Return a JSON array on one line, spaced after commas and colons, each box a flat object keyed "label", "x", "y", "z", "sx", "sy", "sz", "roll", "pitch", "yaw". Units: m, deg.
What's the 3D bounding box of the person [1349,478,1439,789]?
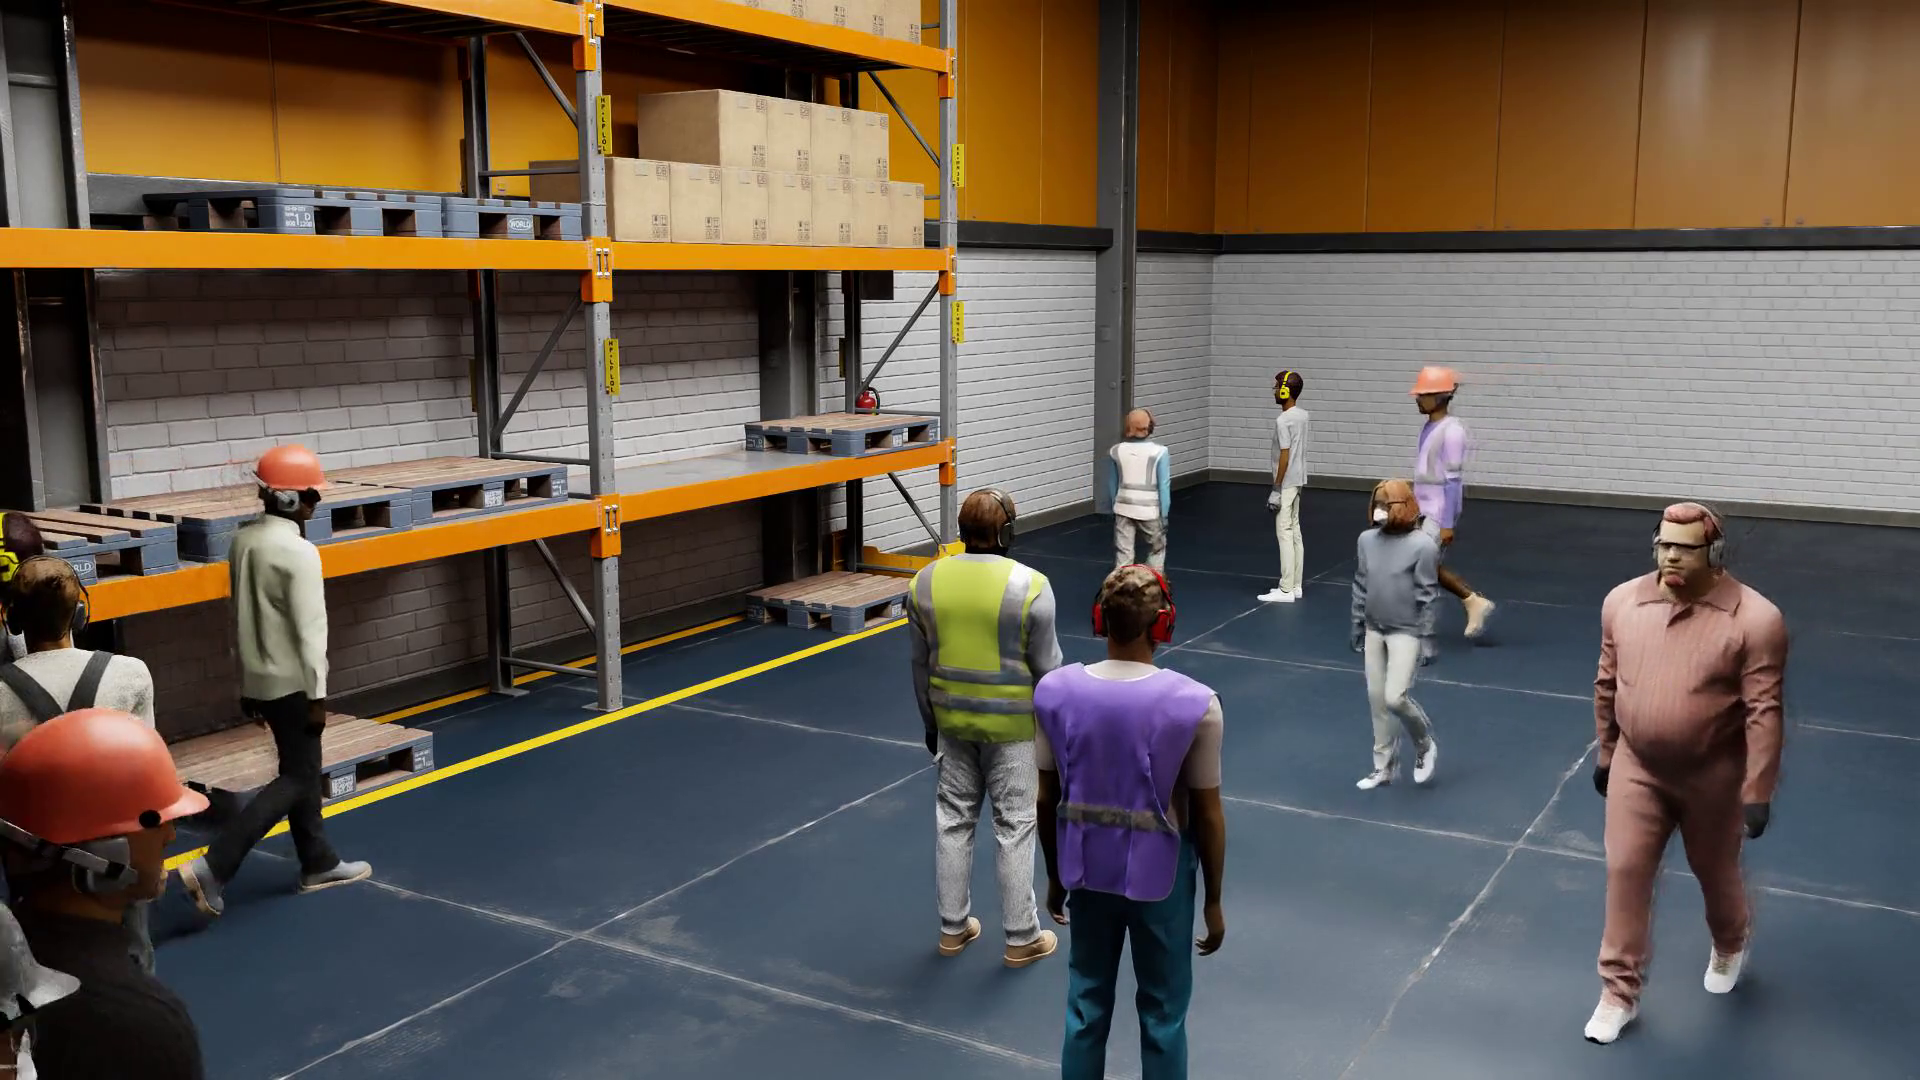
[{"label": "person", "x": 2.199, "y": 0.489, "z": 8.474, "sx": 0.374, "sy": 1.625, "sz": 0.514, "roll": -6, "pitch": 11, "yaw": -34}]

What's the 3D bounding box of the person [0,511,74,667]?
[{"label": "person", "x": -3.127, "y": 0.824, "z": 5.625, "sx": 0.310, "sy": 1.864, "sz": 0.533, "roll": -4, "pitch": 10, "yaw": -23}]

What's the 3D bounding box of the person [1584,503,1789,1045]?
[{"label": "person", "x": 2.580, "y": 0.780, "z": 5.903, "sx": 0.669, "sy": 1.873, "sz": 0.954, "roll": 8, "pitch": 12, "yaw": 42}]

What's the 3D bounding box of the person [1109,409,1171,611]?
[{"label": "person", "x": 1.410, "y": -0.198, "z": 12.753, "sx": 0.546, "sy": 1.610, "sz": 0.698, "roll": 5, "pitch": 10, "yaw": 29}]

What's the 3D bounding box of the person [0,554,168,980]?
[{"label": "person", "x": -2.596, "y": 0.955, "z": 4.869, "sx": 0.506, "sy": 1.847, "sz": 0.346, "roll": -7, "pitch": 11, "yaw": -36}]

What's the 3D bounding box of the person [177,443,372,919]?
[{"label": "person", "x": -2.844, "y": 0.585, "z": 6.832, "sx": 0.626, "sy": 1.966, "sz": 0.806, "roll": 8, "pitch": 12, "yaw": 41}]

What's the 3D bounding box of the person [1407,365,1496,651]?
[{"label": "person", "x": 3.376, "y": -0.207, "z": 11.600, "sx": 0.730, "sy": 2.022, "sz": 0.611, "roll": 0, "pitch": 9, "yaw": -2}]

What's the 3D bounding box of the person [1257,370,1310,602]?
[{"label": "person", "x": 2.627, "y": -0.430, "z": 13.436, "sx": 0.328, "sy": 1.872, "sz": 0.514, "roll": 5, "pitch": 11, "yaw": 30}]

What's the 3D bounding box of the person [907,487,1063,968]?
[{"label": "person", "x": 0.117, "y": 0.714, "z": 6.380, "sx": 0.627, "sy": 1.845, "sz": 0.429, "roll": 5, "pitch": 10, "yaw": 27}]

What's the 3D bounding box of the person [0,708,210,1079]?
[{"label": "person", "x": -1.347, "y": 1.243, "z": 2.675, "sx": 0.627, "sy": 1.979, "sz": 0.439, "roll": 8, "pitch": 12, "yaw": 41}]

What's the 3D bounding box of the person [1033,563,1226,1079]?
[{"label": "person", "x": 0.474, "y": 0.983, "z": 4.710, "sx": 0.565, "sy": 1.840, "sz": 0.390, "roll": 4, "pitch": 10, "yaw": 26}]
